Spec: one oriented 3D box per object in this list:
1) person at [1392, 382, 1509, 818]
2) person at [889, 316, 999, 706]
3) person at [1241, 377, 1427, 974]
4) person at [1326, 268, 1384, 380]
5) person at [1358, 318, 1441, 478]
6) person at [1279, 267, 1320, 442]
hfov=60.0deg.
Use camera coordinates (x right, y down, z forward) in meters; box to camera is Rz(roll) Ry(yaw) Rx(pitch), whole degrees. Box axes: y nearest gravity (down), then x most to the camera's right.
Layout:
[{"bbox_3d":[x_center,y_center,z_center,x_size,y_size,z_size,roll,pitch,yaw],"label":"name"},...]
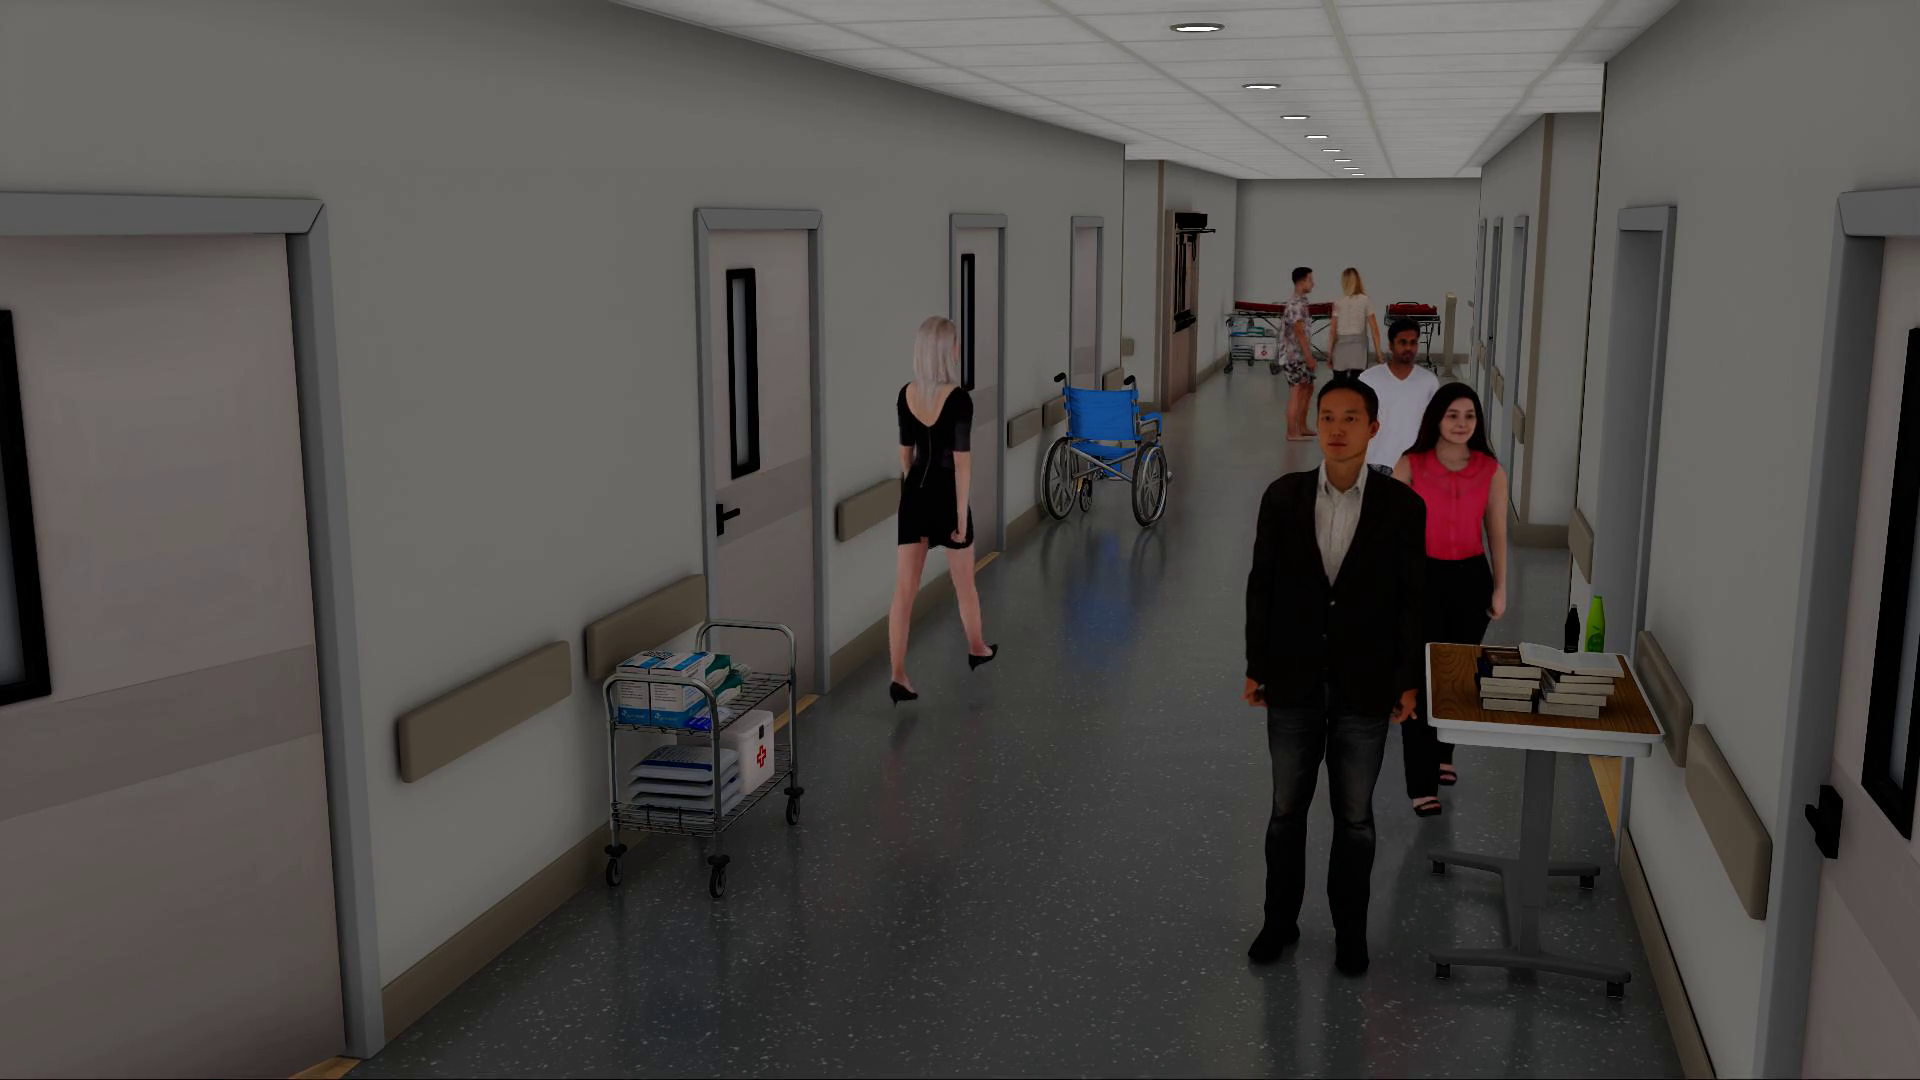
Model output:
[{"bbox_3d":[1.877,0.226,6.483,0.734,1.620,1.065,1,11,3],"label":"person"},{"bbox_3d":[-0.174,-0.096,7.750,0.779,1.781,1.211,6,12,27],"label":"person"},{"bbox_3d":[1.127,0.402,5.063,0.687,1.804,0.541,4,11,18],"label":"person"},{"bbox_3d":[3.953,-1.835,16.885,0.807,1.791,1.005,6,12,29],"label":"person"},{"bbox_3d":[2.502,-0.420,9.651,0.735,1.709,0.863,1,11,7],"label":"person"},{"bbox_3d":[3.476,-1.940,17.400,0.757,1.807,0.629,3,11,15],"label":"person"}]
